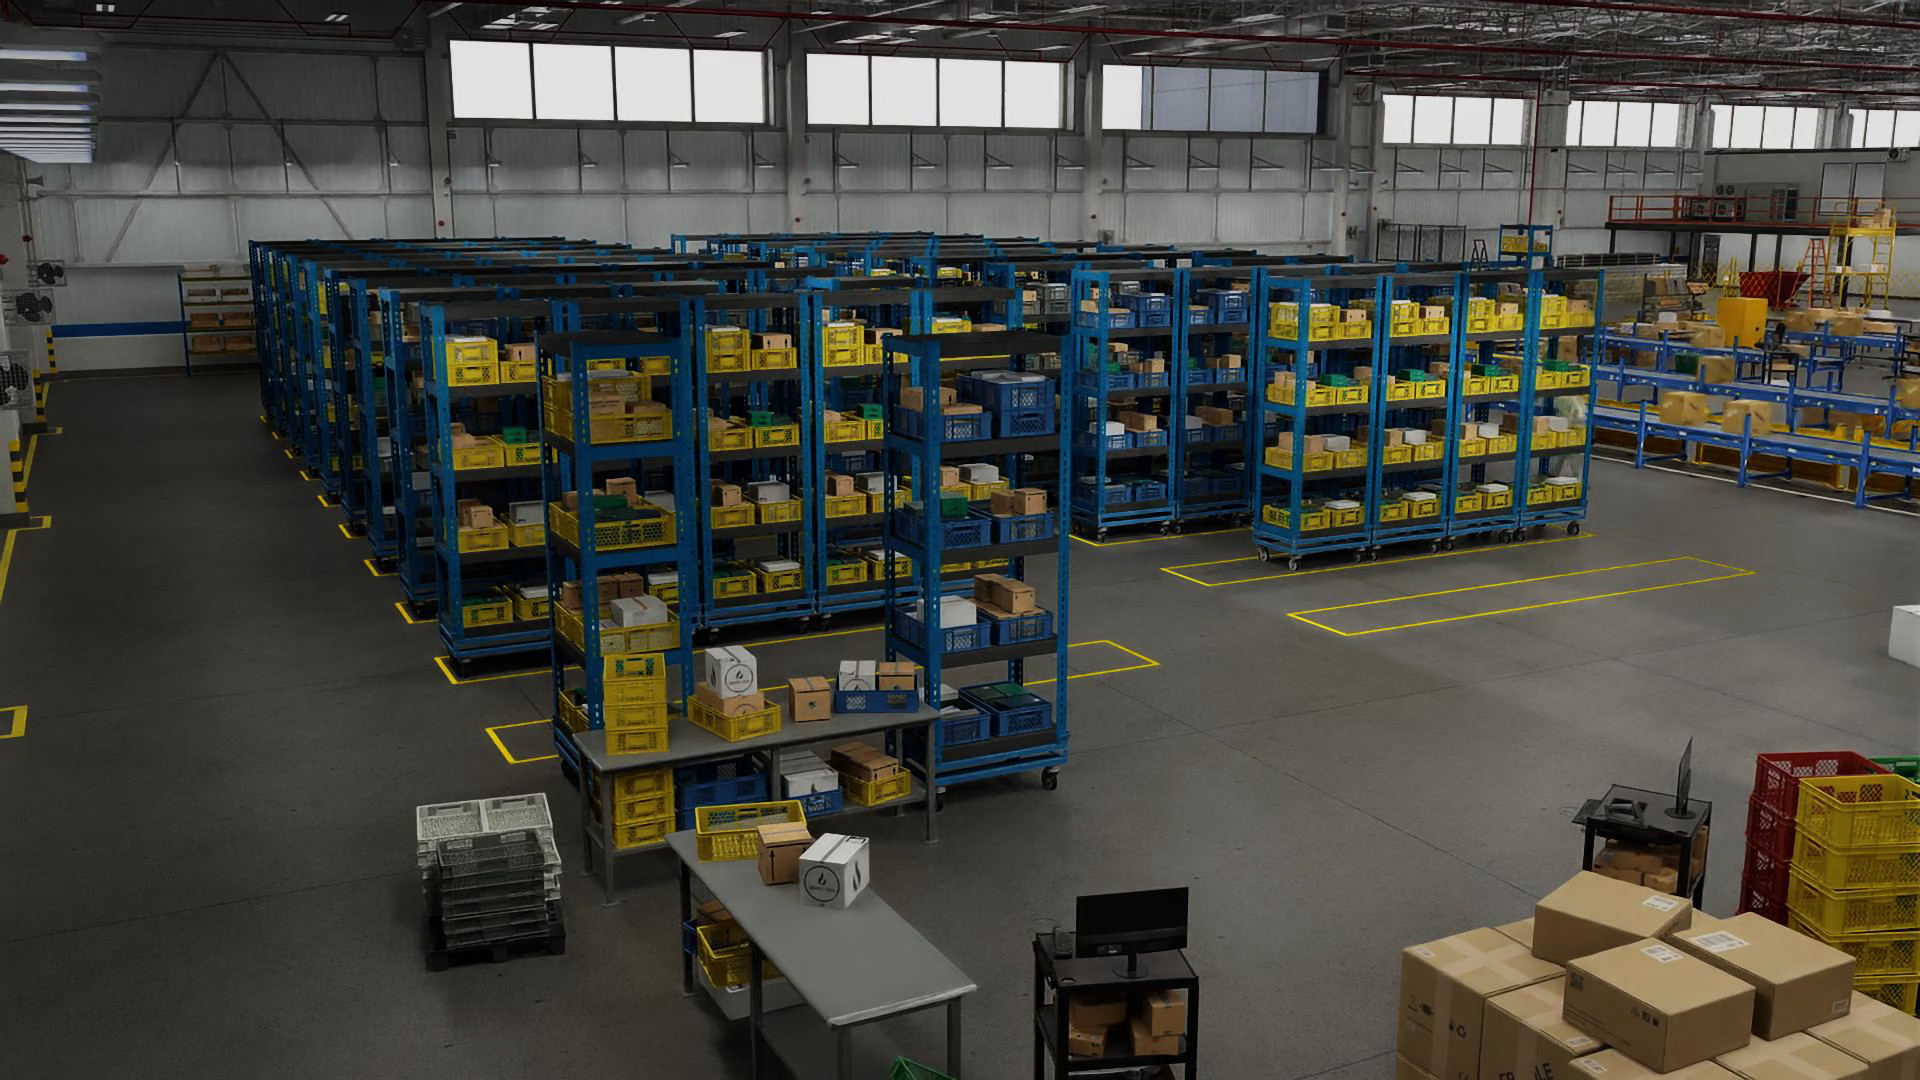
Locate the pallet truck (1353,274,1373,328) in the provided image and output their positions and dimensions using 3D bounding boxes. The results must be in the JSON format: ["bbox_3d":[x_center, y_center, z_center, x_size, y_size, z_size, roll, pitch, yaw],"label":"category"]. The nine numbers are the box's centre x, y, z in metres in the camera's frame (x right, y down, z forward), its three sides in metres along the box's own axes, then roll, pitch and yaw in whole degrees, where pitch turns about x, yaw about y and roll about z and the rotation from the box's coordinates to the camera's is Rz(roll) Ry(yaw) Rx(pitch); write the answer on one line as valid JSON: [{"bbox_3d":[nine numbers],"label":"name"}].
[{"bbox_3d":[13.011,-8.050,55.243,0.823,1.965,1.885,-7,14,-28],"label":"pallet truck"}]

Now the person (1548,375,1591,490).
[{"bbox_3d":[9.617,-1.714,26.150,0.604,1.815,0.812,-12,17,-43],"label":"person"}]
